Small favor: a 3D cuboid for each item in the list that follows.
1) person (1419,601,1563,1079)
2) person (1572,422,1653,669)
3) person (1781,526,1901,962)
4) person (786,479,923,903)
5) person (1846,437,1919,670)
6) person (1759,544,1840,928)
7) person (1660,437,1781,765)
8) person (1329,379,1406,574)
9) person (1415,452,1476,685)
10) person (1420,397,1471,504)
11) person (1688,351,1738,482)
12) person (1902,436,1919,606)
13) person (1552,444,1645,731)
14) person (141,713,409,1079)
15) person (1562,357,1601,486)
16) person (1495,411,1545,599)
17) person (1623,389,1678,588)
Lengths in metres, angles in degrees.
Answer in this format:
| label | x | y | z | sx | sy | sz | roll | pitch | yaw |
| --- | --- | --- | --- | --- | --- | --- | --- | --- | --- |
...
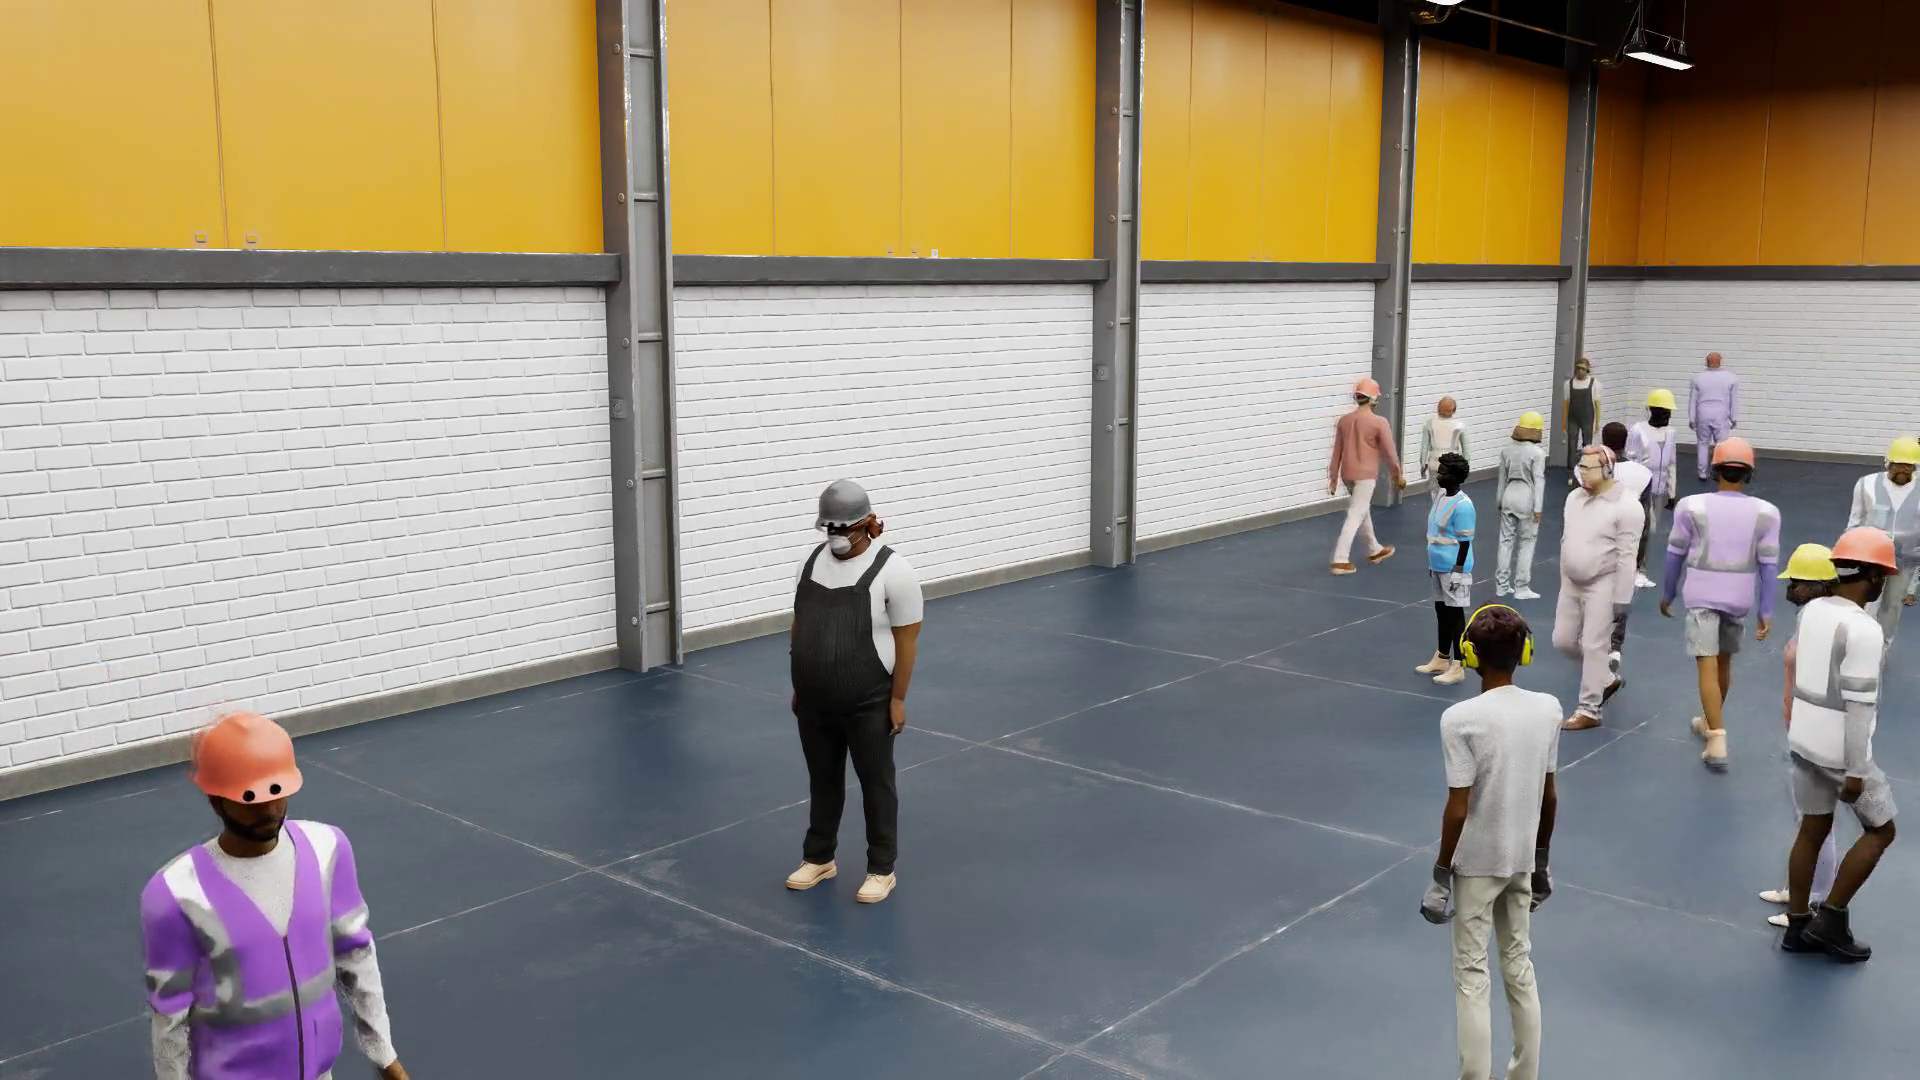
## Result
| label | x | y | z | sx | sy | sz | roll | pitch | yaw |
| --- | --- | --- | --- | --- | --- | --- | --- | --- | --- |
| person | 1.832 | 1.139 | 5.761 | 0.534 | 1.863 | 0.315 | -4 | 10 | -24 |
| person | 4.972 | 0.032 | 12.777 | 0.627 | 1.865 | 1.042 | 3 | 9 | 16 |
| person | 3.835 | 0.891 | 7.209 | 0.480 | 1.906 | 0.538 | -1 | 9 | -6 |
| person | -0.553 | 0.706 | 7.922 | 0.674 | 2.000 | 0.535 | 5 | 10 | 28 |
| person | 6.876 | 0.139 | 12.277 | 0.603 | 1.782 | 0.908 | 4 | 10 | 25 |
| person | 3.866 | 0.893 | 7.613 | 0.326 | 1.767 | 0.533 | 3 | 10 | 21 |
| person | 4.694 | 0.361 | 10.271 | 0.610 | 1.996 | 1.033 | 1 | 9 | 8 |
| person | 4.087 | -0.648 | 16.753 | 1.053 | 1.928 | 0.619 | -6 | 11 | -32 |
| person | 3.572 | 0.203 | 12.165 | 0.318 | 1.697 | 0.533 | -1 | 9 | -7 |
| person | 5.532 | -0.827 | 18.956 | 0.527 | 1.584 | 0.885 | 5 | 10 | 30 |
| person | 10.805 | -1.764 | 23.893 | 0.667 | 1.891 | 0.495 | 4 | 10 | 24 |
| person | 8.827 | -0.224 | 15.160 | 0.510 | 1.592 | 0.843 | 6 | 11 | 32 |
| person | 4.183 | 0.308 | 10.920 | 0.518 | 1.892 | 0.648 | -4 | 10 | -23 |
| person | -1.823 | 1.350 | 4.359 | 0.985 | 1.893 | 0.555 | 7 | 11 | 36 |
| person | 8.843 | -1.693 | 23.655 | 0.511 | 1.831 | 0.571 | 5 | 11 | 31 |
| person | 5.189 | -0.329 | 15.381 | 0.329 | 1.736 | 0.520 | -6 | 11 | -33 |
| person | 6.548 | -0.483 | 15.802 | 0.612 | 1.905 | 0.457 | -4 | 10 | -26 |
